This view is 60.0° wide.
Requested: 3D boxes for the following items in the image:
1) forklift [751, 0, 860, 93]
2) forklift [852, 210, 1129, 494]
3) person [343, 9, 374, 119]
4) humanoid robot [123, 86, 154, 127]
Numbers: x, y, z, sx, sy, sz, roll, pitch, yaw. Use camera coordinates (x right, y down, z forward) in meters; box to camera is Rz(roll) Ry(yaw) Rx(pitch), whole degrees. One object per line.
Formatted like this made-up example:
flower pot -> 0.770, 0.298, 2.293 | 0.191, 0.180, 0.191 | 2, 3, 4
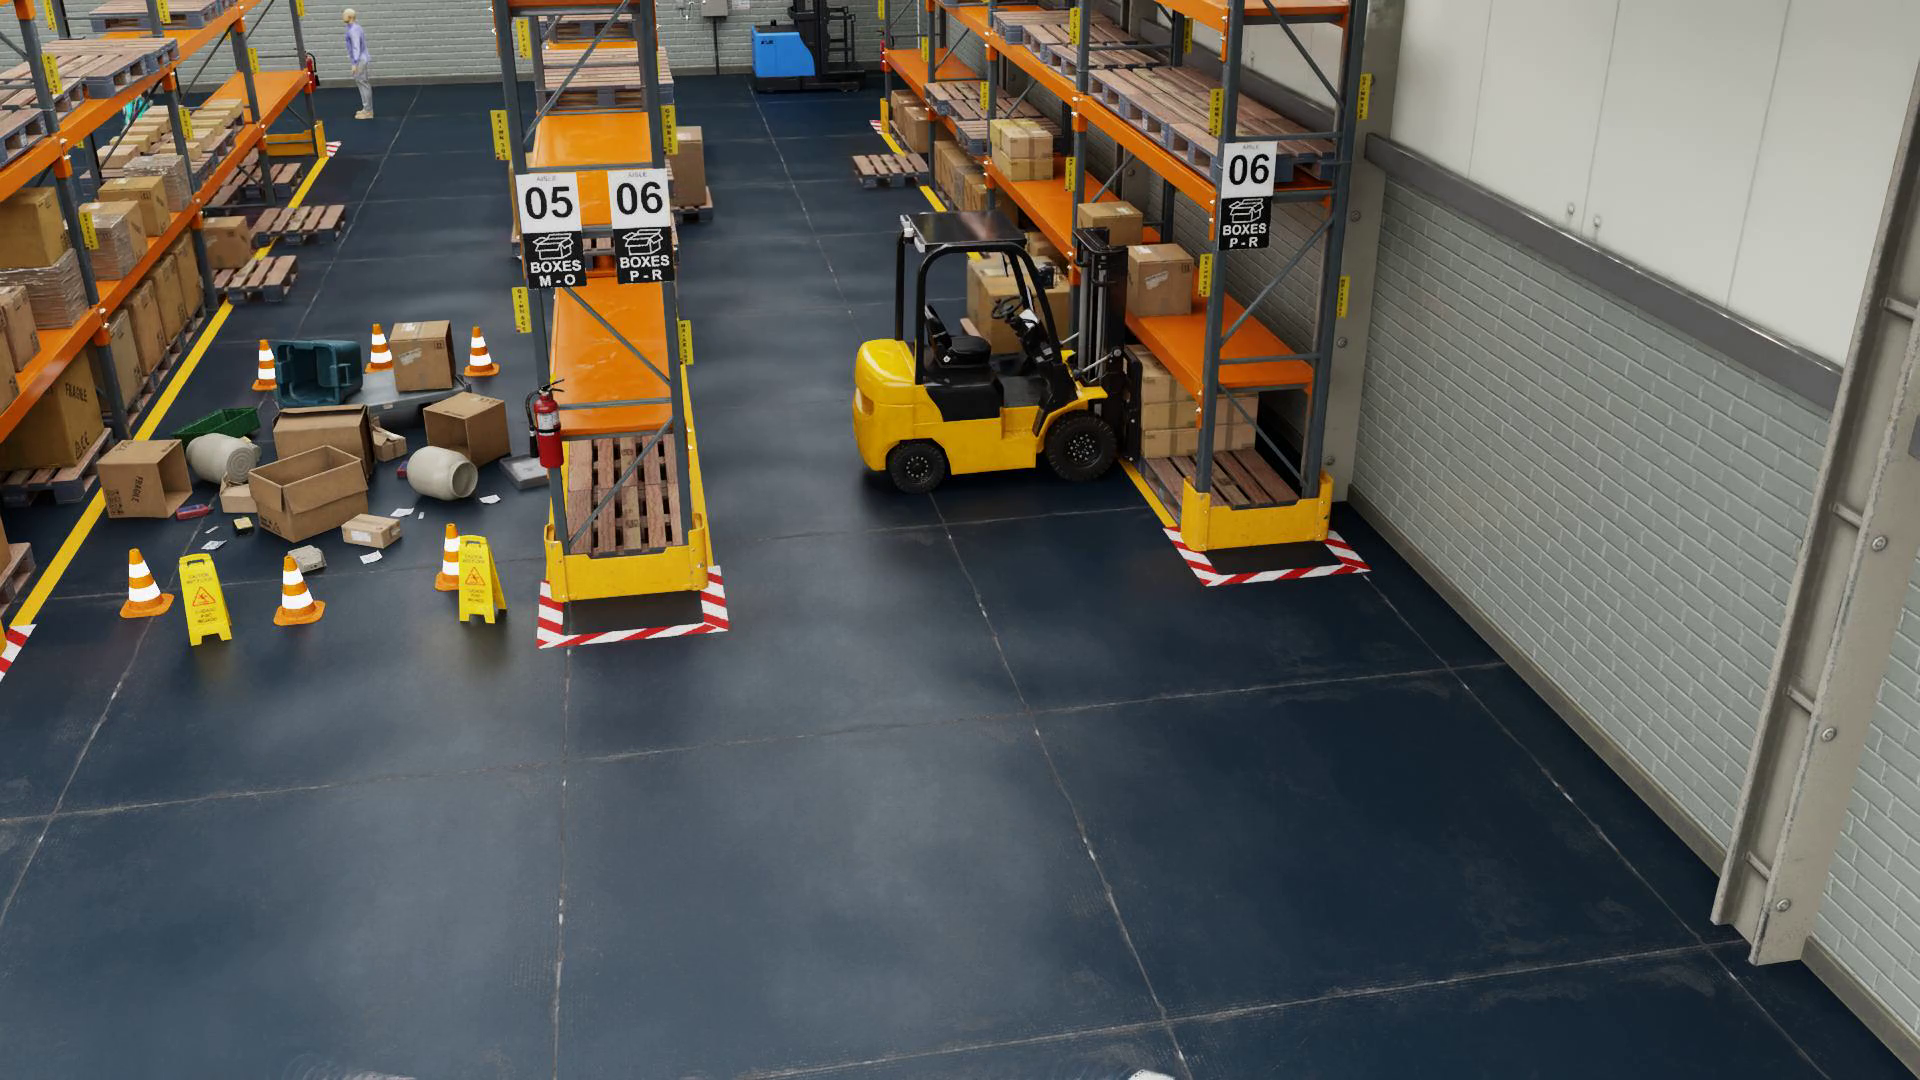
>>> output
forklift -> -2.872, -9.679, 30.288 | 1.873, 2.768, 1.129 | -5, 26, -10
forklift -> 0.216, -1.659, 14.366 | 2.313, 2.155, 1.214 | -5, 26, -10
person -> -10.167, -8.060, 28.148 | 0.395, 1.799, 0.589 | -5, 26, -10
humanoid robot -> -12.711, -6.777, 25.547 | 0.536, 1.771, 0.781 | -4, 26, -8
